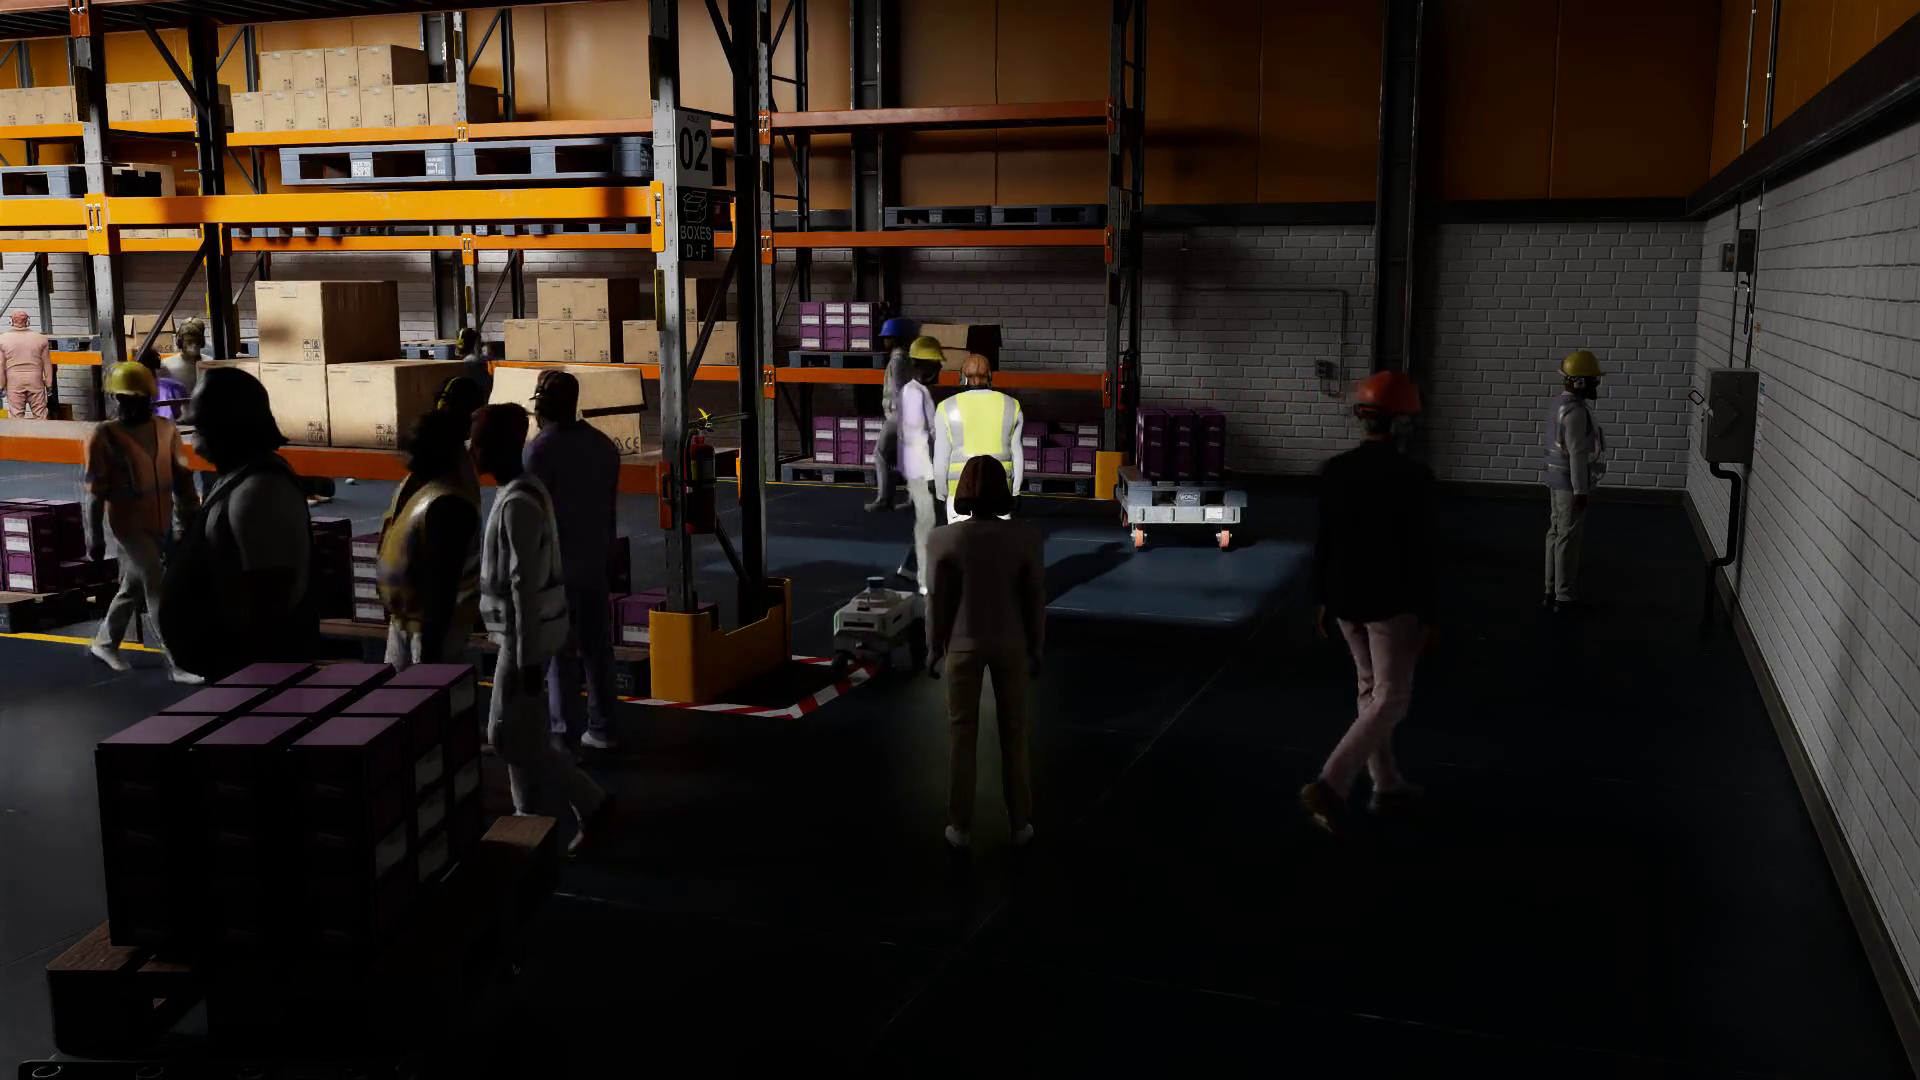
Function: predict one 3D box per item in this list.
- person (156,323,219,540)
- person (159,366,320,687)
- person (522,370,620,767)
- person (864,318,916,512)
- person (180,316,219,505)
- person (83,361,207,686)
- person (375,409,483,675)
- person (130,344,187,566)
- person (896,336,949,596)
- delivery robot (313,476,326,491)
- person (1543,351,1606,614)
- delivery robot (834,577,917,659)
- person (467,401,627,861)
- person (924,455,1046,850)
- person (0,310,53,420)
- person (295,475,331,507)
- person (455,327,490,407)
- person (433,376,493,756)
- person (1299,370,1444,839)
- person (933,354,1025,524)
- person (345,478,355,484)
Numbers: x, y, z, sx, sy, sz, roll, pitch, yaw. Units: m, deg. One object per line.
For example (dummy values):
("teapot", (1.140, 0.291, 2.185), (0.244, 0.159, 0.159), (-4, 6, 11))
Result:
("person", (-6.758, -0.943, 14.699), (0.635, 1.936, 0.356), (-8, 12, -43))
("person", (-2.603, 0.386, 6.036), (0.536, 2.000, 0.688), (-4, 10, -22))
("person", (-1.916, 0.137, 8.021), (0.402, 1.906, 0.652), (5, 10, 27))
("person", (-0.681, -1.232, 16.540), (0.720, 1.920, 0.627), (2, 9, 13))
("person", (-7.757, -1.313, 17.023), (0.353, 1.937, 0.635), (-2, 9, -10))
("person", (-4.789, -0.106, 9.657), (1.006, 1.880, 0.595), (3, 10, 19))
("person", (-2.272, 0.335, 7.135), (0.429, 1.797, 0.720), (-6, 11, -32))
("person", (-6.610, -0.697, 13.611), (0.967, 1.807, 0.582), (9, 13, 44))
("person", (-0.232, -0.528, 12.145), (0.449, 1.919, 0.607), (1, 9, 6))
("delivery robot", (-6.988, -0.734, 17.426), (0.707, 0.478, 0.477), (6, 11, 34))
("person", (4.301, -0.405, 11.650), (0.404, 1.833, 0.592), (1, 9, 6))
("delivery robot", (-0.500, 0.464, 9.904), (0.477, 0.478, 0.707), (2, 9, 13))
("person", (-1.678, 0.384, 6.585), (0.496, 1.873, 0.591), (-2, 9, -12))
("person", (0.103, 0.463, 6.825), (0.499, 1.633, 0.284), (0, 9, -1))
("person", (-12.187, -2.038, 21.676), (0.655, 1.906, 0.407), (-6, 11, -34))
("person", (-6.700, -1.261, 17.000), (0.338, 1.844, 0.514), (1, 9, 6))
("person", (-5.109, -1.345, 17.633), (1.001, 1.816, 0.485), (3, 10, 20))
("person", (-2.476, 0.126, 8.229), (0.330, 1.865, 0.518), (-1, 9, -5))
("person", (1.738, 0.264, 7.037), (0.891, 1.968, 0.639), (-6, 11, -34))
("person", (0.121, -0.318, 11.085), (0.620, 1.842, 0.429), (-2, 9, -10))
("person", (-7.133, -1.418, 18.791), (0.853, 1.573, 0.563), (5, 10, 29))
